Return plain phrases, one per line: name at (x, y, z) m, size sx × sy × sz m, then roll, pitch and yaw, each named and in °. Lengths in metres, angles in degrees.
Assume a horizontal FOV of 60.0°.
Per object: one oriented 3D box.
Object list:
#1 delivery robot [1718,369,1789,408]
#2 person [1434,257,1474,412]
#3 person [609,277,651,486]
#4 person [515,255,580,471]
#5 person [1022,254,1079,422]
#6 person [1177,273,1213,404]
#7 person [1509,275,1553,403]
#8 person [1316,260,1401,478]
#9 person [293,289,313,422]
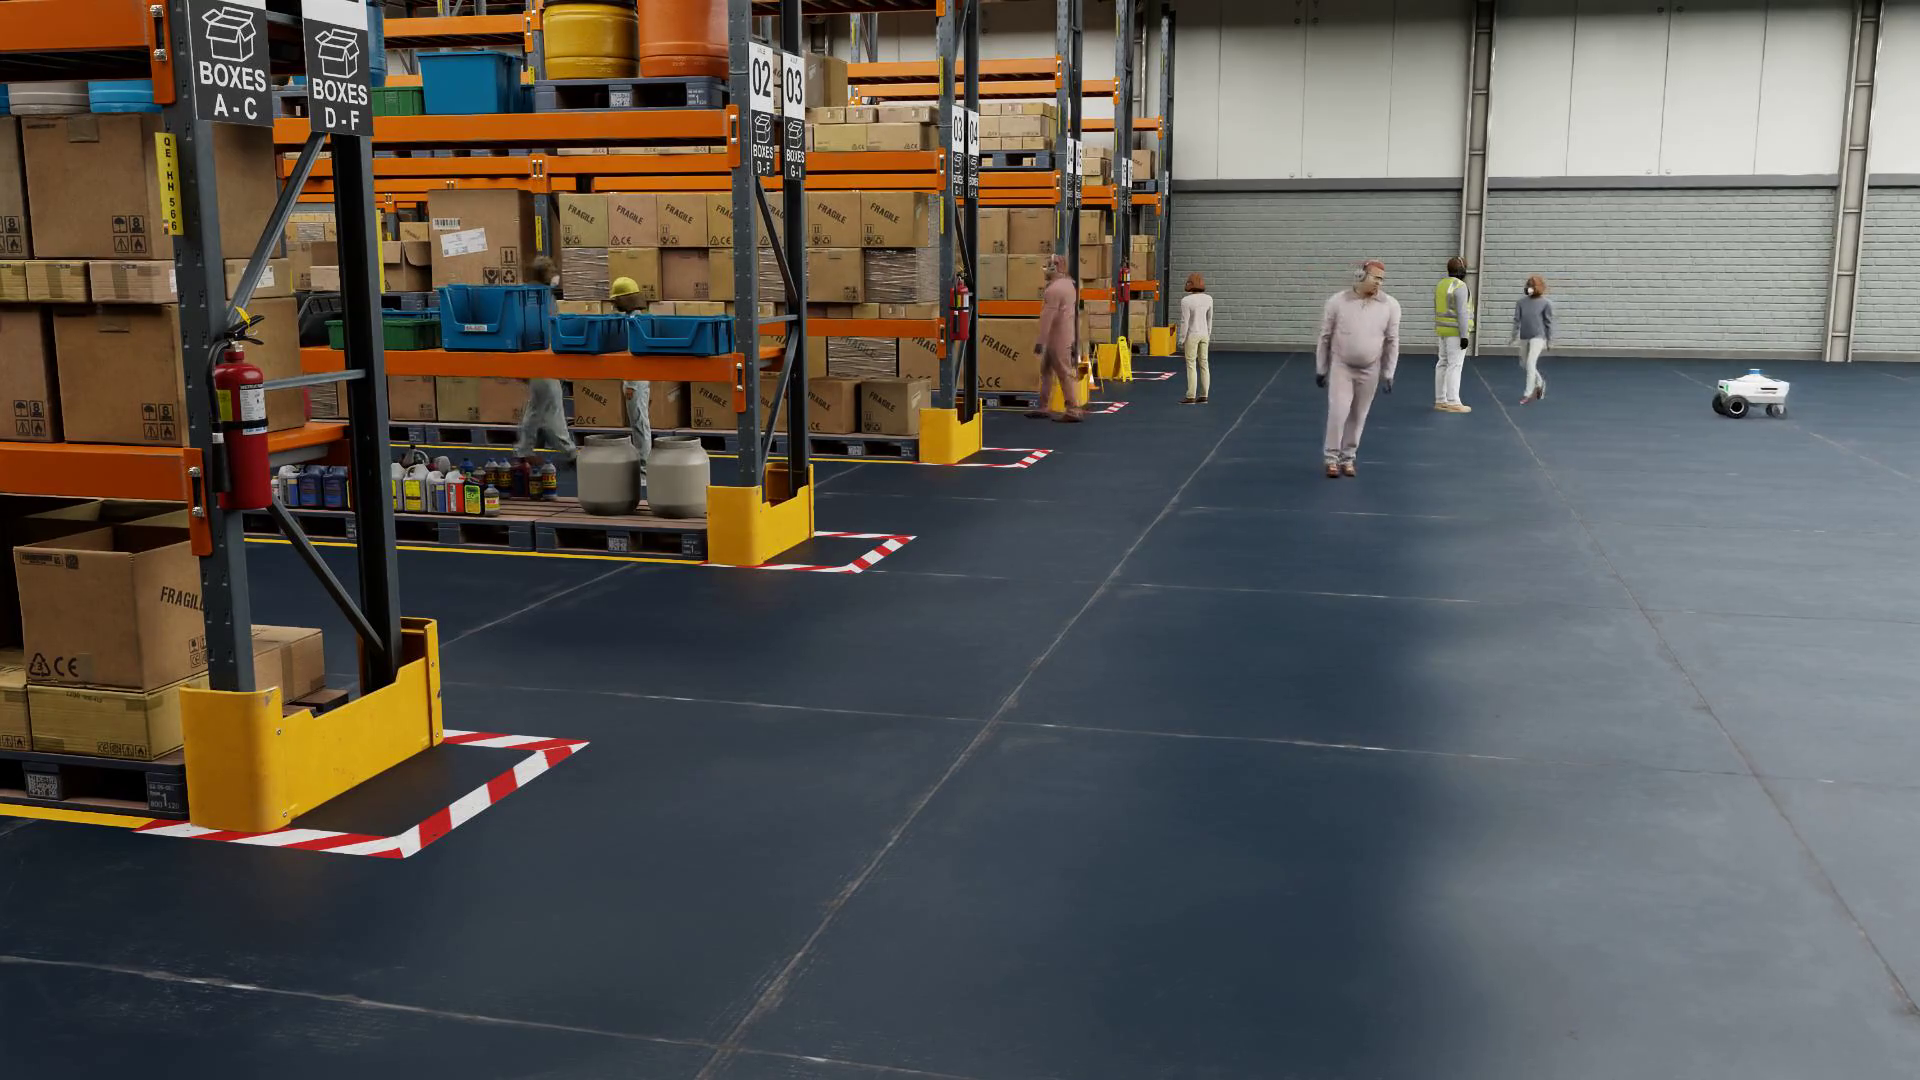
delivery robot at (9.152, -1.732, 19.189) m, size 0.707 × 0.478 × 0.477 m, roll 1°, pitch 10°, yaw 8°
person at (5.901, -2.447, 19.845) m, size 0.429 × 1.842 × 0.635 m, roll -2°, pitch 10°, yaw -11°
person at (-2.741, -1.313, 13.861) m, size 0.307 × 1.736 × 0.484 m, roll -1°, pitch 10°, yaw -8°
person at (-3.611, -1.561, 14.758) m, size 0.837 × 1.901 × 0.654 m, roll 0°, pitch 10°, yaw 3°
person at (0.987, -2.257, 18.684) m, size 0.842 × 1.874 × 0.673 m, roll 3°, pitch 11°, yaw 16°
person at (2.936, -2.511, 20.777) m, size 0.498 × 1.634 × 0.279 m, roll -7°, pitch 12°, yaw -33°
person at (7.261, -2.541, 21.011) m, size 0.683 × 1.609 × 0.498 m, roll -8°, pitch 13°, yaw -37°
person at (3.415, -1.453, 14.270) m, size 0.682 × 1.872 × 0.614 m, roll 1°, pitch 10°, yaw 3°
person at (-5.952, -1.452, 14.581) m, size 0.459 × 1.753 × 0.531 m, roll 6°, pitch 12°, yaw 28°
